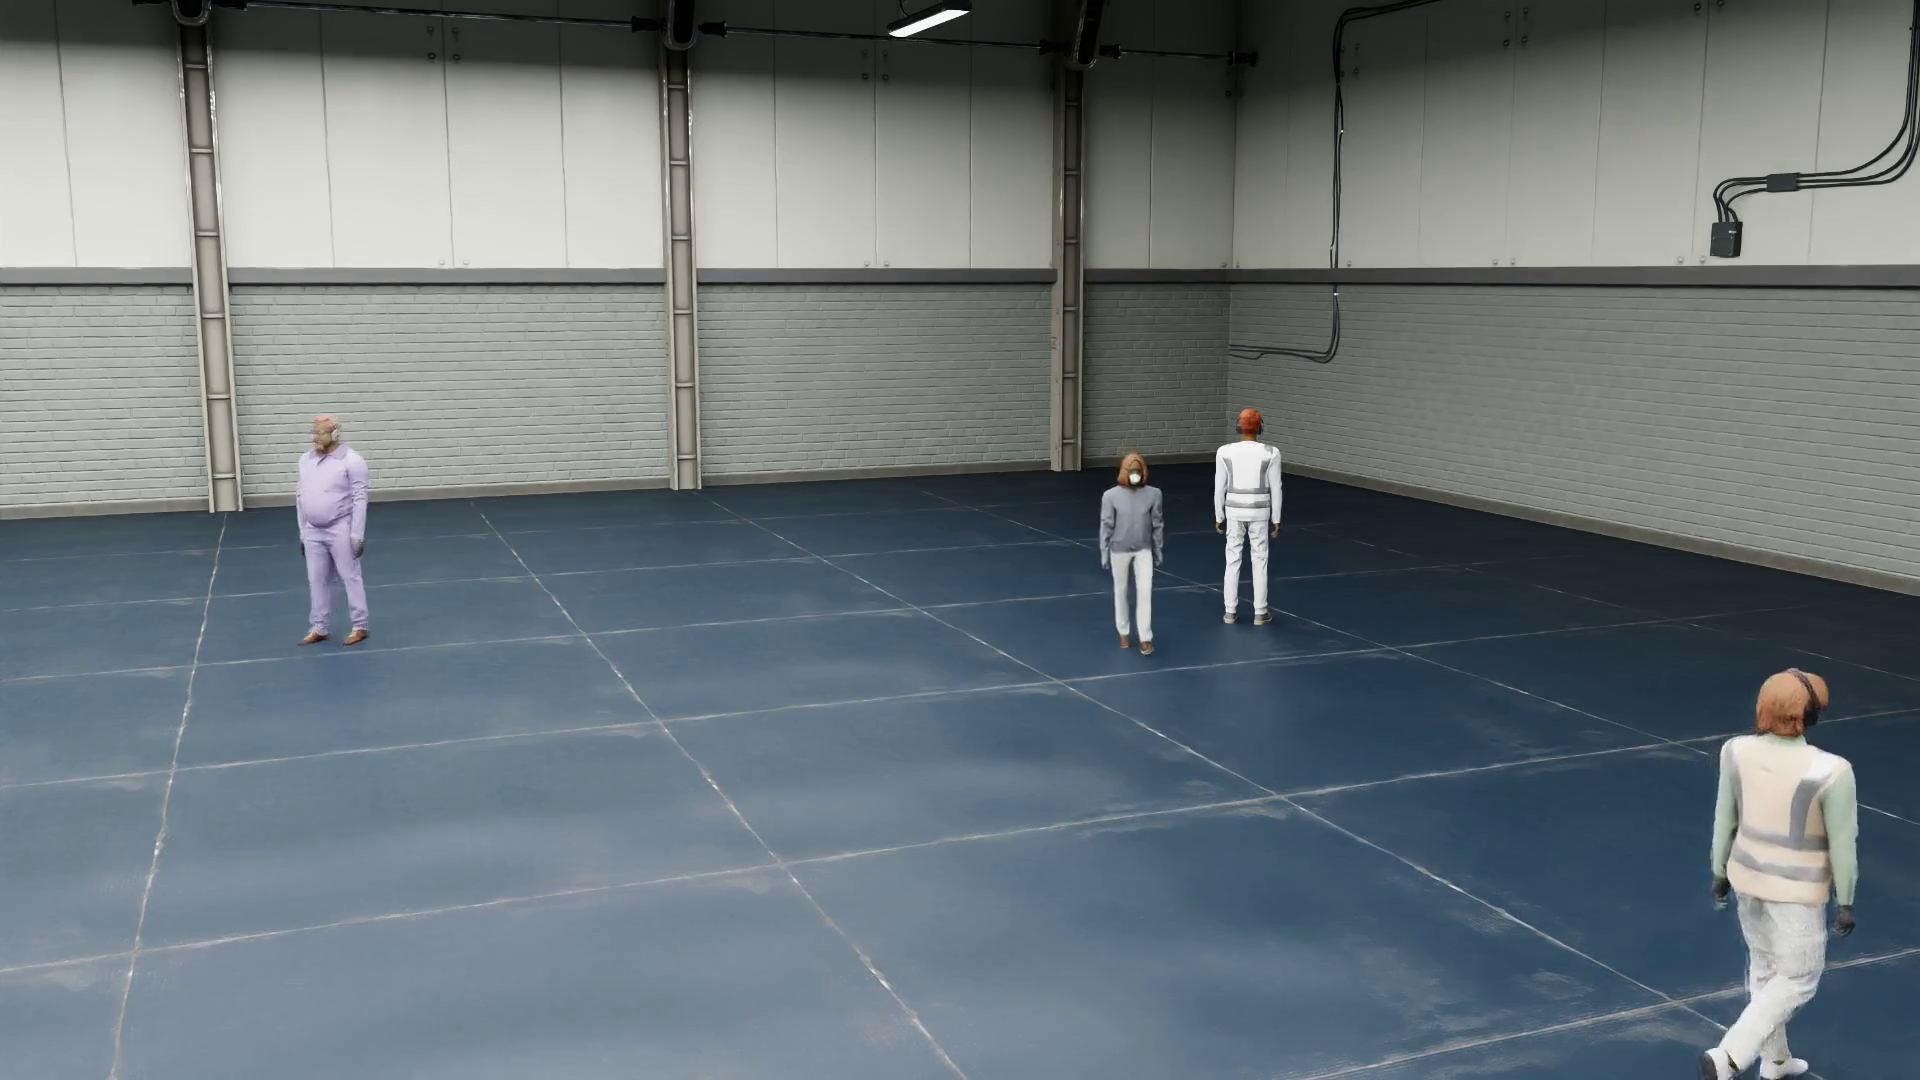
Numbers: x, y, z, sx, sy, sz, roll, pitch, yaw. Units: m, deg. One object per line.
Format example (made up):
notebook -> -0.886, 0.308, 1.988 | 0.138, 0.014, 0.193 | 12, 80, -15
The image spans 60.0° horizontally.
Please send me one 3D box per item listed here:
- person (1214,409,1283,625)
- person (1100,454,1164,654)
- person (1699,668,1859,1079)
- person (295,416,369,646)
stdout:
person -> 2.505, -0.199, 14.457 | 0.584, 1.884, 0.348 | 3, 9, 16
person -> 1.384, 0.125, 13.289 | 0.528, 1.595, 0.801 | 0, 9, -2
person -> 2.948, 1.271, 6.051 | 0.683, 1.618, 0.522 | -5, 10, -27
person -> -5.175, -0.067, 13.674 | 0.681, 1.900, 0.557 | 3, 9, 16
